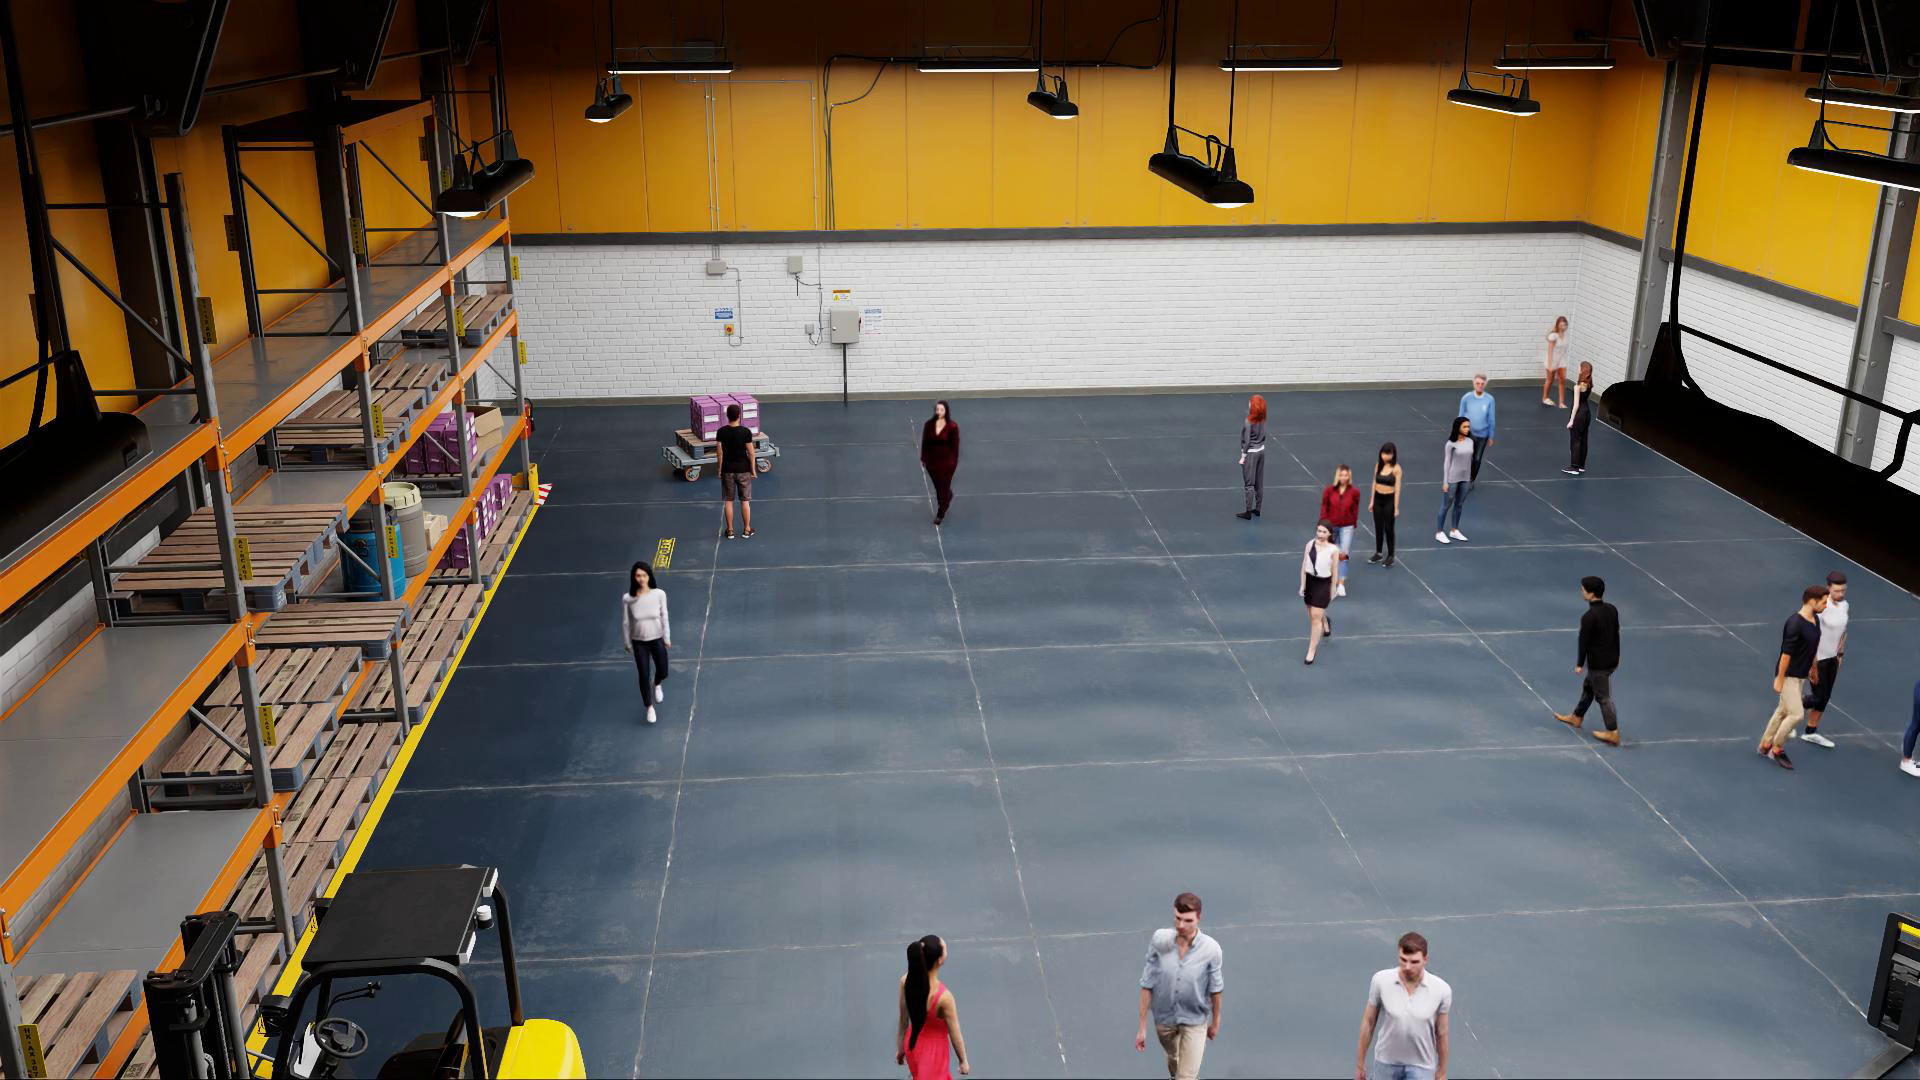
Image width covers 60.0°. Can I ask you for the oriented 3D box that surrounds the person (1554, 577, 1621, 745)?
[{"bbox_3d":[6.391,1.207,16.421,0.971,1.680,1.063,-14,23,-36],"label":"person"}]

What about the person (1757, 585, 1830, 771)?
[{"bbox_3d":[7.909,1.282,15.972,0.845,1.825,0.864,-14,23,-36],"label":"person"}]

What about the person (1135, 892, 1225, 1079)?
[{"bbox_3d":[1.450,3.053,10.744,1.044,1.805,1.286,8,20,23],"label":"person"}]

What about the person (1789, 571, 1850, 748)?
[{"bbox_3d":[8.405,1.142,16.370,0.906,1.837,0.929,-11,22,-31],"label":"person"}]

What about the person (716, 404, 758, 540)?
[{"bbox_3d":[-3.042,-0.940,22.513,0.683,1.862,0.570,-1,19,-3],"label":"person"}]

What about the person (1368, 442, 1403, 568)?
[{"bbox_3d":[5.510,-0.484,21.507,0.623,1.639,0.693,17,25,41],"label":"person"}]

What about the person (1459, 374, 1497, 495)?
[{"bbox_3d":[7.615,-1.582,24.566,0.944,1.768,1.239,5,19,14],"label":"person"}]

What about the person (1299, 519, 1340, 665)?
[{"bbox_3d":[4.010,0.535,18.503,0.958,1.625,1.065,13,22,33],"label":"person"}]

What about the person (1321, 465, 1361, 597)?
[{"bbox_3d":[4.684,-0.159,20.592,0.785,1.608,1.103,3,19,9],"label":"person"}]

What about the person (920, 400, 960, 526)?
[{"bbox_3d":[-0.246,-1.099,23.236,1.012,1.702,1.240,8,20,21],"label":"person"}]

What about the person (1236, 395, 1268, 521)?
[{"bbox_3d":[4.118,-1.175,23.340,0.657,1.779,0.680,-15,24,-38],"label":"person"}]

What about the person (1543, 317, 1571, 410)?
[{"bbox_3d":[10.523,-3.149,29.416,0.692,1.642,0.978,-7,20,-19],"label":"person"}]

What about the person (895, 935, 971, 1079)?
[{"bbox_3d":[-0.256,3.279,10.282,1.102,1.672,1.148,16,24,39],"label":"person"}]

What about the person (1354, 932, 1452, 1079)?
[{"bbox_3d":[2.757,3.197,10.283,0.935,1.826,1.068,8,20,22],"label":"person"}]

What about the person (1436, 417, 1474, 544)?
[{"bbox_3d":[6.665,-0.817,22.350,0.662,1.733,0.633,-8,20,-21],"label":"person"}]

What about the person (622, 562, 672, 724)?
[{"bbox_3d":[-3.191,1.002,17.011,0.685,1.693,0.820,-4,19,-12],"label":"person"}]

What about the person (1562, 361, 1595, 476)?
[{"bbox_3d":[9.523,-1.886,25.502,0.656,1.747,0.688,-15,24,-38],"label":"person"}]
